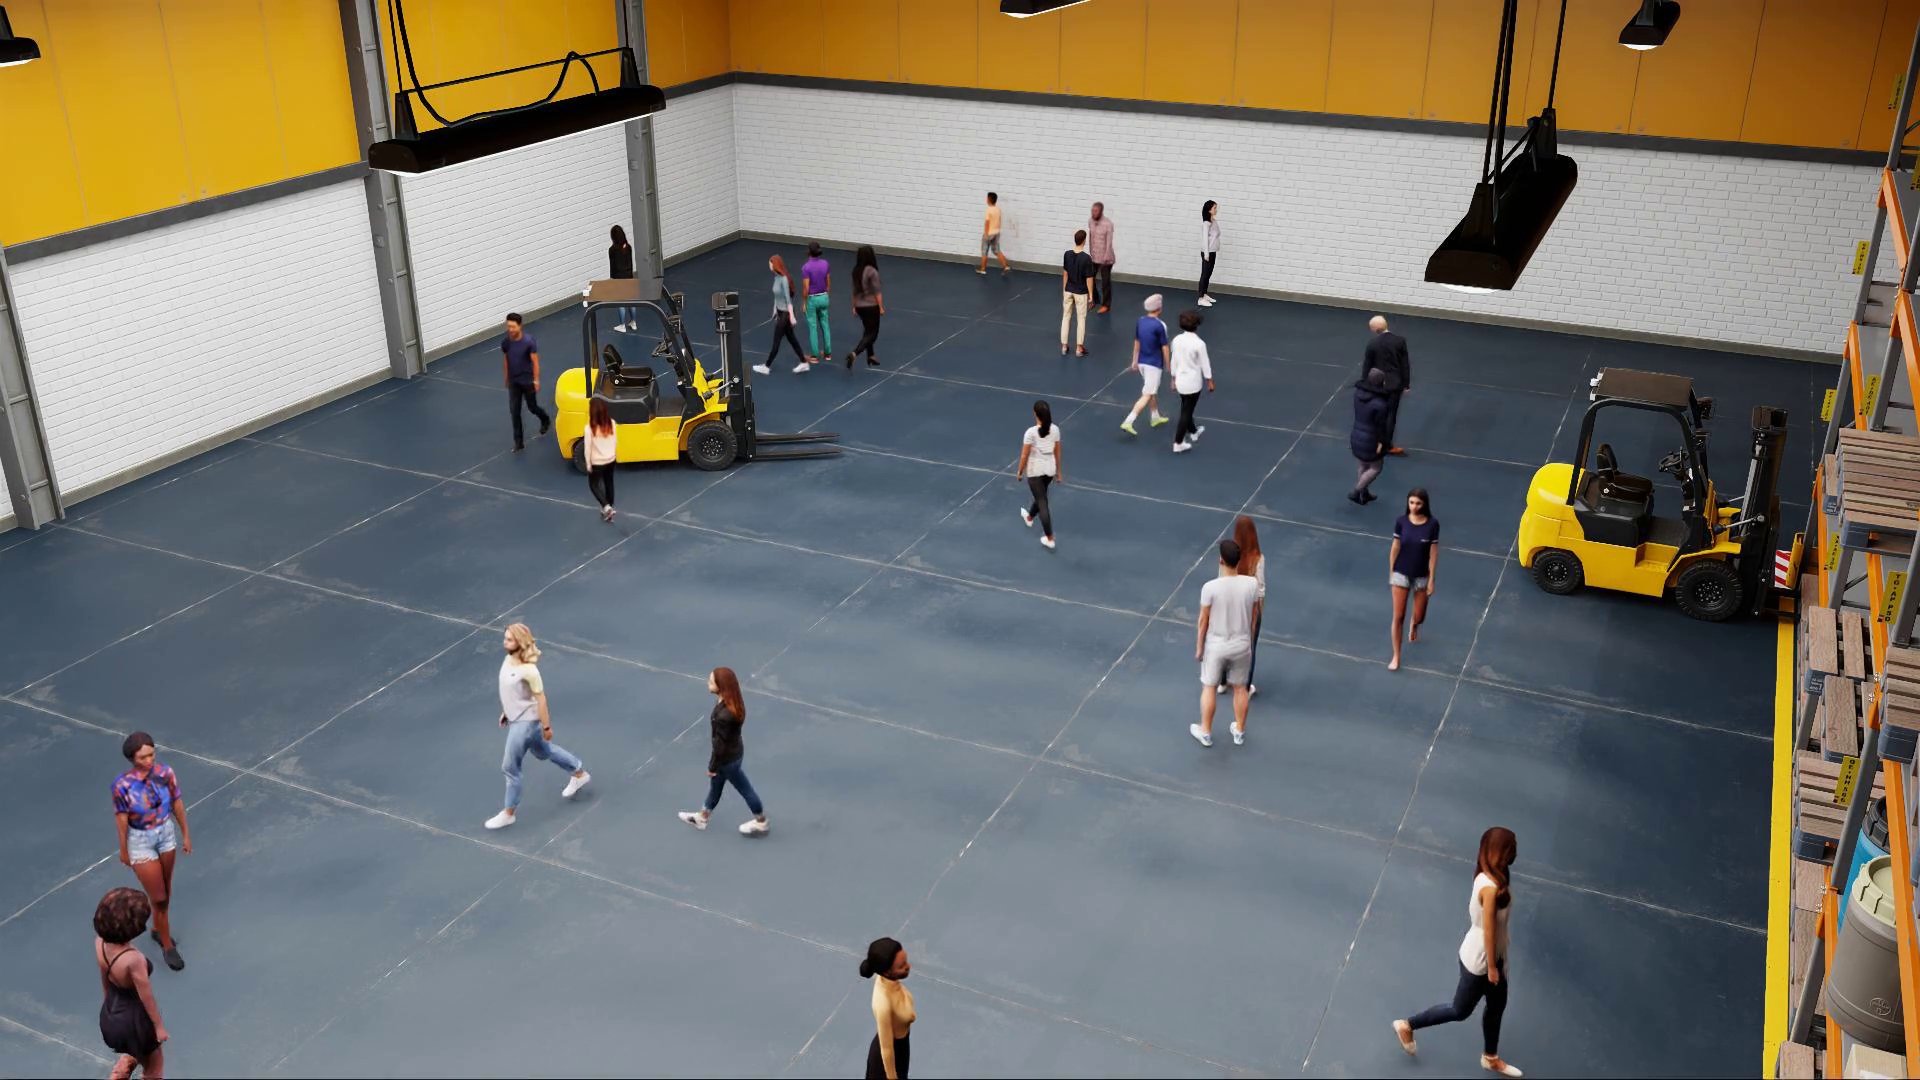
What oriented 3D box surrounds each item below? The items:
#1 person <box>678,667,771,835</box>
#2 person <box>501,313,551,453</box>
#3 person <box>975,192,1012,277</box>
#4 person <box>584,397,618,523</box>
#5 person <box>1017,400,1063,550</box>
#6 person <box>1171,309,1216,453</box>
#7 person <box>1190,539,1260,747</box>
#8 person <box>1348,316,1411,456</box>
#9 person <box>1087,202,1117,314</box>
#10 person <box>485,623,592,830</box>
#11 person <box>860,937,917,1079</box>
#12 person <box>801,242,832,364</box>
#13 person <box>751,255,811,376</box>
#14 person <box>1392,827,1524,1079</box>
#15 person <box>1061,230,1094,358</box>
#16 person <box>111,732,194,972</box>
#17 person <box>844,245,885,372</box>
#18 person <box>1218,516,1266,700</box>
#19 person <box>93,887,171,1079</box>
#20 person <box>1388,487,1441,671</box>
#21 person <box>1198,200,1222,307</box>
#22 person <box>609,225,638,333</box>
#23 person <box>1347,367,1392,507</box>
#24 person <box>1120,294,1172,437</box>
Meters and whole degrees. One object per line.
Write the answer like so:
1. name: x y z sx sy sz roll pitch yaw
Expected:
1. person: -1.708 1.661 12.834 0.920 1.440 0.981 -1 24 -3
2. person: -5.436 -2.013 20.842 0.827 1.759 1.141 5 24 11
3. person: 0.600 -5.252 28.649 0.947 1.440 0.831 -19 30 -37
4. person: -3.969 -0.872 18.582 0.715 1.478 0.760 -19 30 -37
5. person: 0.922 -0.679 17.983 1.062 1.603 1.037 -12 26 -26
6. person: 2.809 -1.954 20.678 1.055 1.782 0.875 -21 31 -39
7. person: 2.264 0.892 14.099 0.761 1.836 0.767 -3 24 -7
8. person: 5.308 -1.898 20.575 0.890 1.761 0.710 10 26 22
9. person: 2.332 -4.526 26.558 0.778 1.784 0.778 21 31 39
10. person: -3.338 1.409 13.109 1.254 1.682 1.005 -17 29 -33
11. person: -0.403 2.985 9.541 0.703 1.653 0.588 2 24 4
12. person: -2.081 -3.464 24.150 0.656 1.767 0.778 -18 29 -35
13. person: -2.399 -3.161 23.561 1.129 1.685 1.092 -9 25 -19
14. person: 3.164 2.573 10.350 0.677 1.760 0.981 12 26 25
15. person: 1.698 -3.625 24.415 0.635 1.851 0.533 12 26 25
16. person: -5.628 2.081 11.524 0.782 1.720 0.815 19 30 37
17. person: -1.369 -3.226 23.544 0.878 1.816 1.141 21 32 40
18. person: 2.514 0.602 14.902 0.578 1.725 0.503 11 26 23
19. person: -4.891 2.863 9.675 0.652 1.768 0.877 12 26 25
20. person: 4.233 0.323 15.509 0.630 1.750 0.898 9 25 19
21. person: 4.029 -4.670 26.991 0.669 1.701 0.485 10 25 21
22. person: -5.196 -4.034 25.609 0.578 1.644 0.695 -19 30 -37
23. person: 4.637 -1.156 18.992 0.939 1.670 0.869 -13 27 -27
24. person: 2.374 -2.195 21.207 1.264 1.800 1.007 -16 29 -33
